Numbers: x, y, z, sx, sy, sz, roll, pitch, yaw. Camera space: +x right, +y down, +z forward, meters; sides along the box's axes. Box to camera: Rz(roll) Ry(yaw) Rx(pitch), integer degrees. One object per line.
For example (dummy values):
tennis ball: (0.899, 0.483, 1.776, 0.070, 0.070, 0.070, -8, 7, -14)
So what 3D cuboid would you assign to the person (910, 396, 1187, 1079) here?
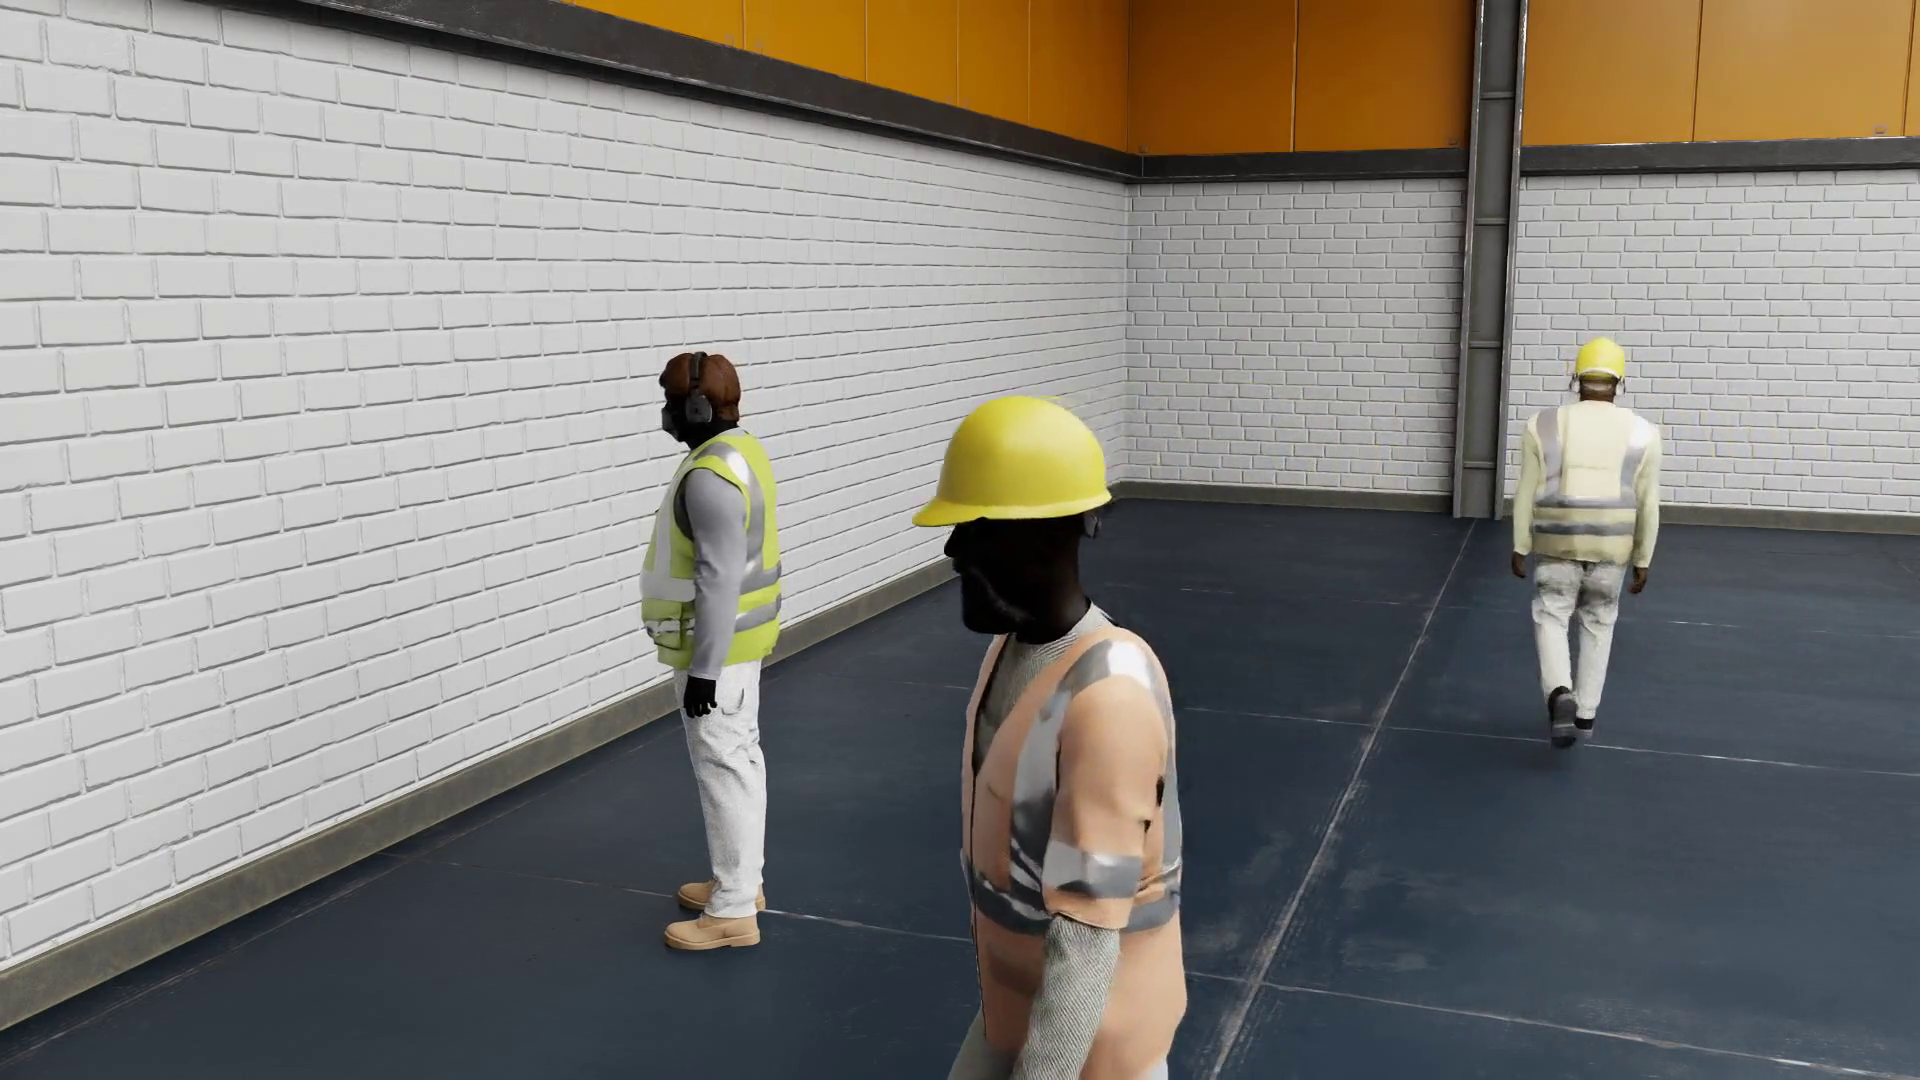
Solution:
person: (0.042, 0.731, 2.544, 0.945, 1.880, 0.617, -2, 9, -14)

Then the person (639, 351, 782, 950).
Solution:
person: (-0.771, 0.337, 5.169, 0.429, 1.840, 0.634, 0, 9, 0)

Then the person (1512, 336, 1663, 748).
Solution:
person: (2.723, 0.024, 7.237, 0.600, 1.811, 0.732, 2, 9, 14)
